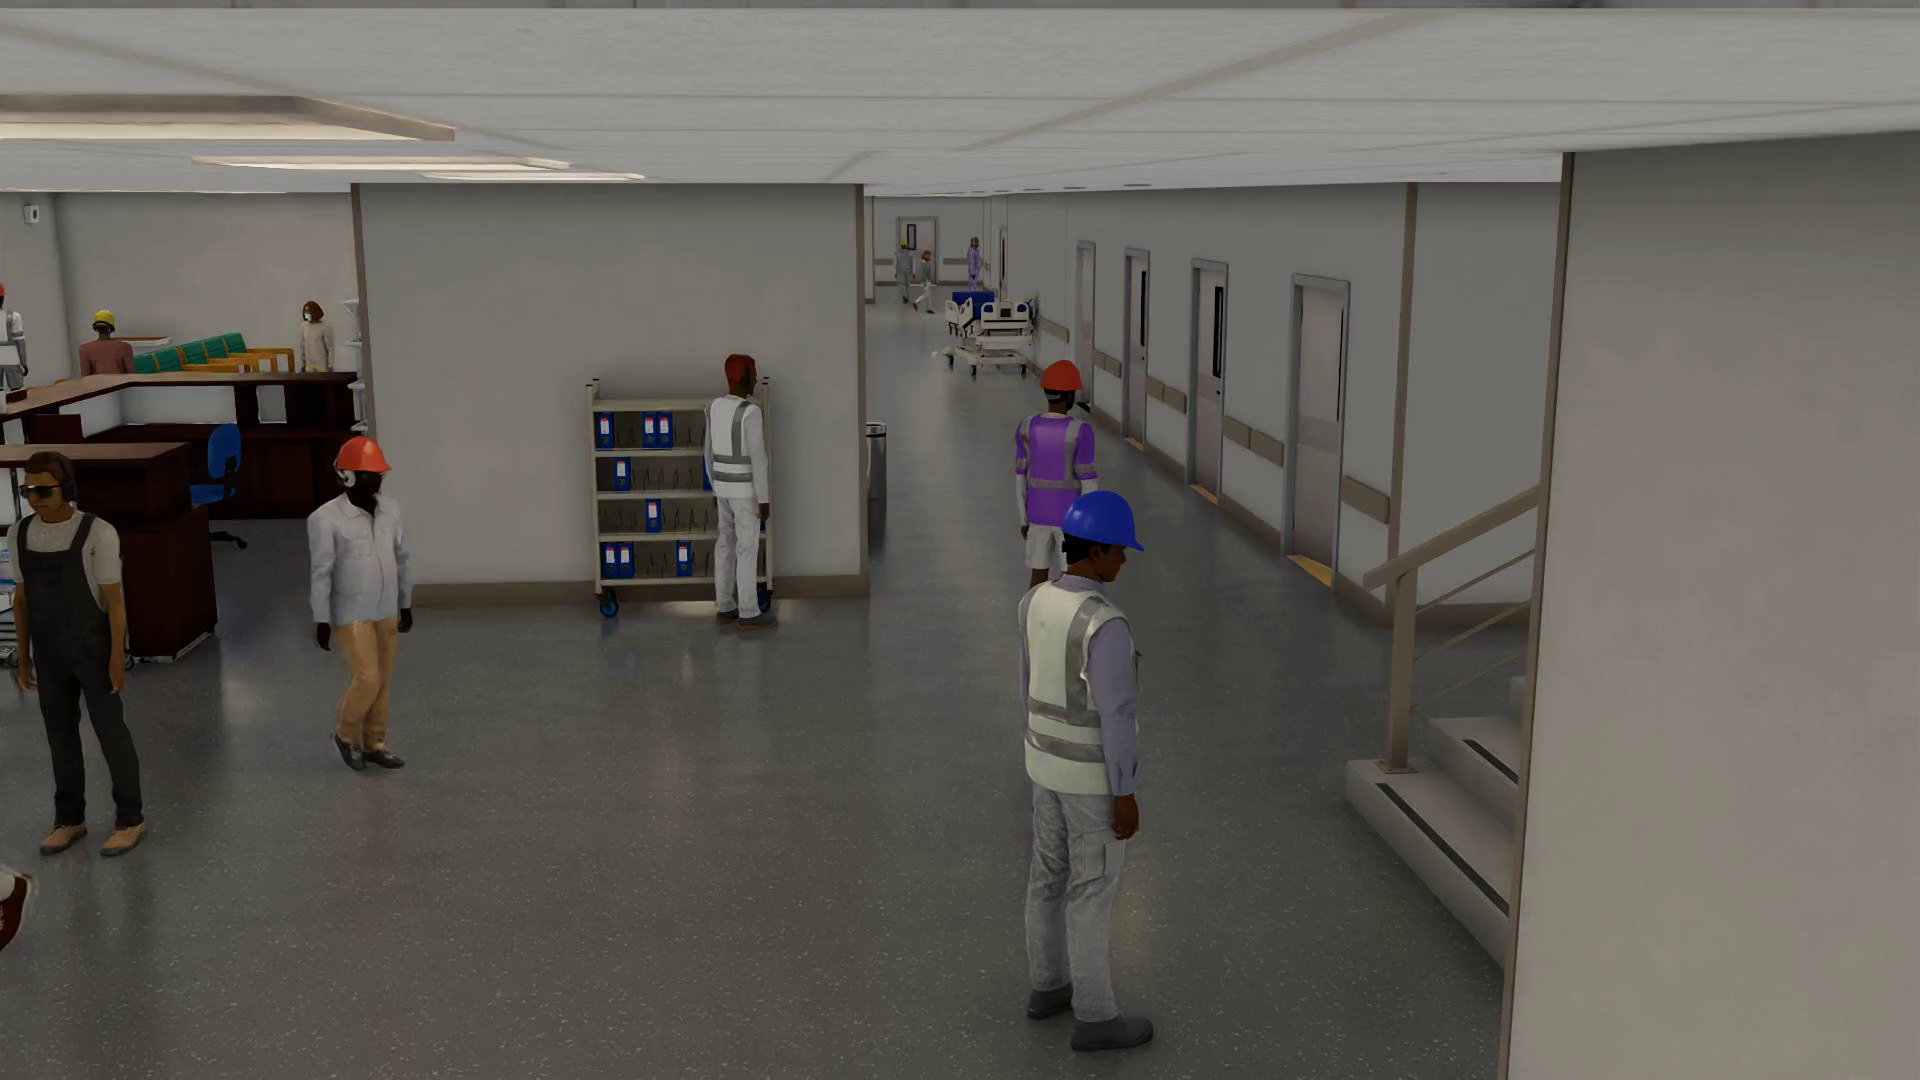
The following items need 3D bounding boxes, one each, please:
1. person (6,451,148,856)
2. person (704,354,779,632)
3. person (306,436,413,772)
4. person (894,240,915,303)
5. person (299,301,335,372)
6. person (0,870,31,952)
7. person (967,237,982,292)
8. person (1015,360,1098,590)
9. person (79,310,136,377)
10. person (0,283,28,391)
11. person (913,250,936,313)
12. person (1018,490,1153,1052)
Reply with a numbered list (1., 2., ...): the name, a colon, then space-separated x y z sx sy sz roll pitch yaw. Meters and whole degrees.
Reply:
1. person: -3.945 0.507 7.397 0.503 1.837 0.342 1 12 5
2. person: -1.501 -0.323 11.322 0.337 1.883 0.584 -11 16 -43
3. person: -2.996 0.338 8.427 0.394 1.742 0.583 6 13 29
4. person: -1.567 -7.624 47.249 0.588 1.798 0.843 -2 12 -10
5. person: -8.246 -2.246 21.337 0.507 1.632 0.264 4 12 20
6. person: -3.894 0.753 6.147 0.536 1.852 0.545 5 12 21
7. person: 0.403 -7.280 45.265 0.408 1.909 0.638 1 12 5
8. person: 0.612 -0.147 10.333 0.548 1.938 0.358 7 13 30
9. person: -8.978 -1.544 17.587 0.532 1.768 0.311 -5 12 -21
10. person: -11.648 -2.175 20.245 0.545 1.938 0.357 -3 12 -16
11. person: -0.902 -6.650 42.870 0.524 1.620 0.512 3 12 13
12. person: 0.432 0.791 5.750 0.402 1.937 0.603 -6 13 -28
